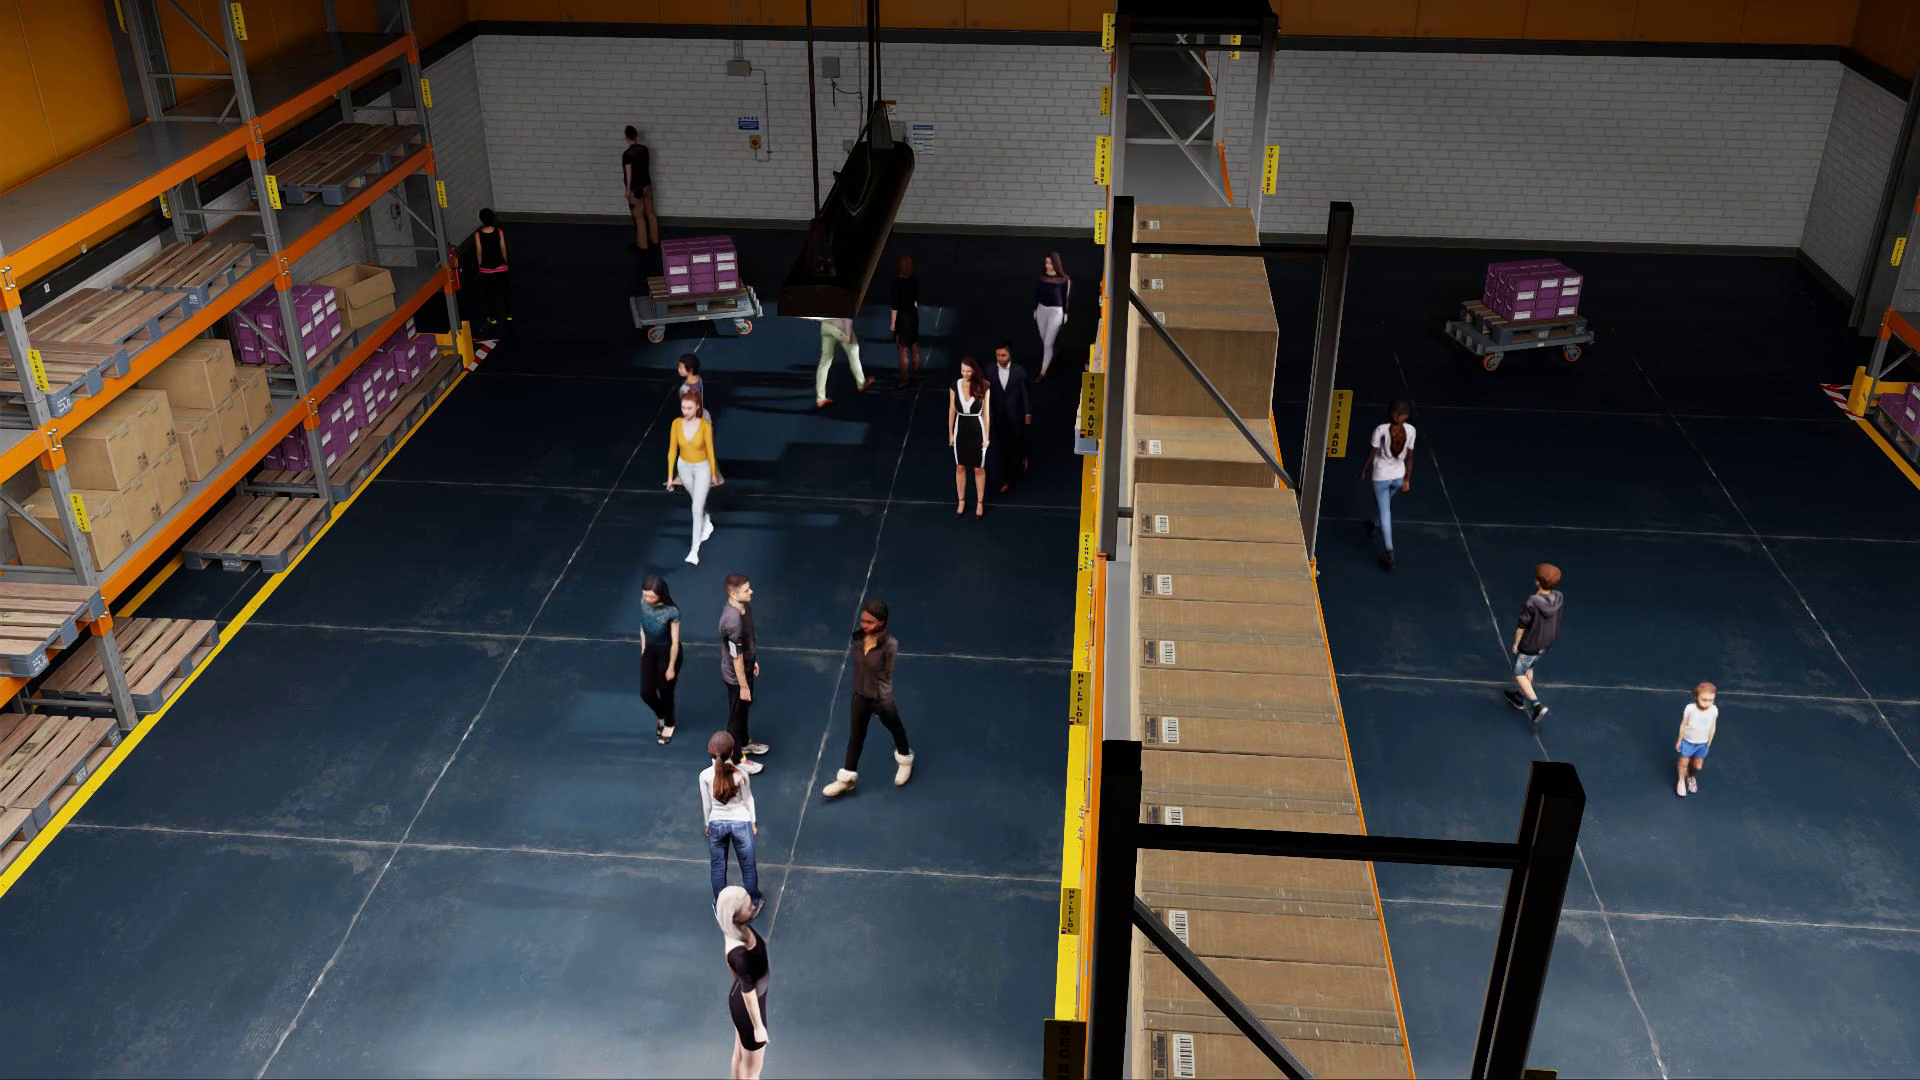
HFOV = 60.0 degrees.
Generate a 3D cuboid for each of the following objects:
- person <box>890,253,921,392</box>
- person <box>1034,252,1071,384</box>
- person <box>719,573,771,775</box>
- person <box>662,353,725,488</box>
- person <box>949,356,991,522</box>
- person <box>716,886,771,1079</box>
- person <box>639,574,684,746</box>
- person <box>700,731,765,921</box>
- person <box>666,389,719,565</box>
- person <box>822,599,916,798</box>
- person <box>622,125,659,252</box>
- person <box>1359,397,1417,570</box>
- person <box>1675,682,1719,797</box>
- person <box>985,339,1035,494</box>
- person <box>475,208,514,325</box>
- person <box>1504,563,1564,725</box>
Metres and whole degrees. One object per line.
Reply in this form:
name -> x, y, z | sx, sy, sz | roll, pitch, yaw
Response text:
person -> -0.647, -2.625, 19.964 | 0.715, 1.706, 0.623 | 23, 36, 36
person -> 1.126, -2.749, 20.320 | 0.895, 1.583, 1.120 | 16, 32, 26
person -> -1.748, 1.035, 13.194 | 0.691, 1.763, 0.497 | 0, 29, 0
person -> -2.740, -1.248, 17.618 | 0.844, 1.535, 0.908 | -8, 30, -15
person -> 0.101, -1.049, 16.982 | 0.588, 1.795, 0.510 | 5, 29, 9
person -> -1.268, 2.793, 9.901 | 0.708, 1.830, 0.575 | -10, 30, -17
person -> -2.352, 0.933, 13.449 | 0.725, 1.699, 0.742 | 19, 34, 31
person -> -1.619, 1.998, 11.641 | 0.555, 1.559, 0.562 | -1, 29, -3
person -> -2.598, -0.672, 16.404 | 0.662, 1.686, 1.214 | 5, 29, 9
person -> -0.750, 1.272, 12.881 | 1.079, 1.647, 0.910 | 5, 29, 9
person -> -4.731, -5.210, 24.563 | 0.832, 1.840, 0.688 | 15, 32, 25
person -> 4.182, -0.532, 16.159 | 0.841, 1.675, 1.197 | -7, 29, -12
person -> 5.763, 1.531, 13.067 | 0.445, 1.014, 0.452 | 6, 29, 10
person -> 0.554, -1.363, 17.662 | 0.850, 1.694, 1.019 | 8, 30, 15
person -> -6.180, -3.639, 21.988 | 0.621, 1.548, 0.649 | -14, 31, -23
person -> 4.806, 0.873, 13.838 | 0.747, 1.430, 0.914 | -10, 30, -17
